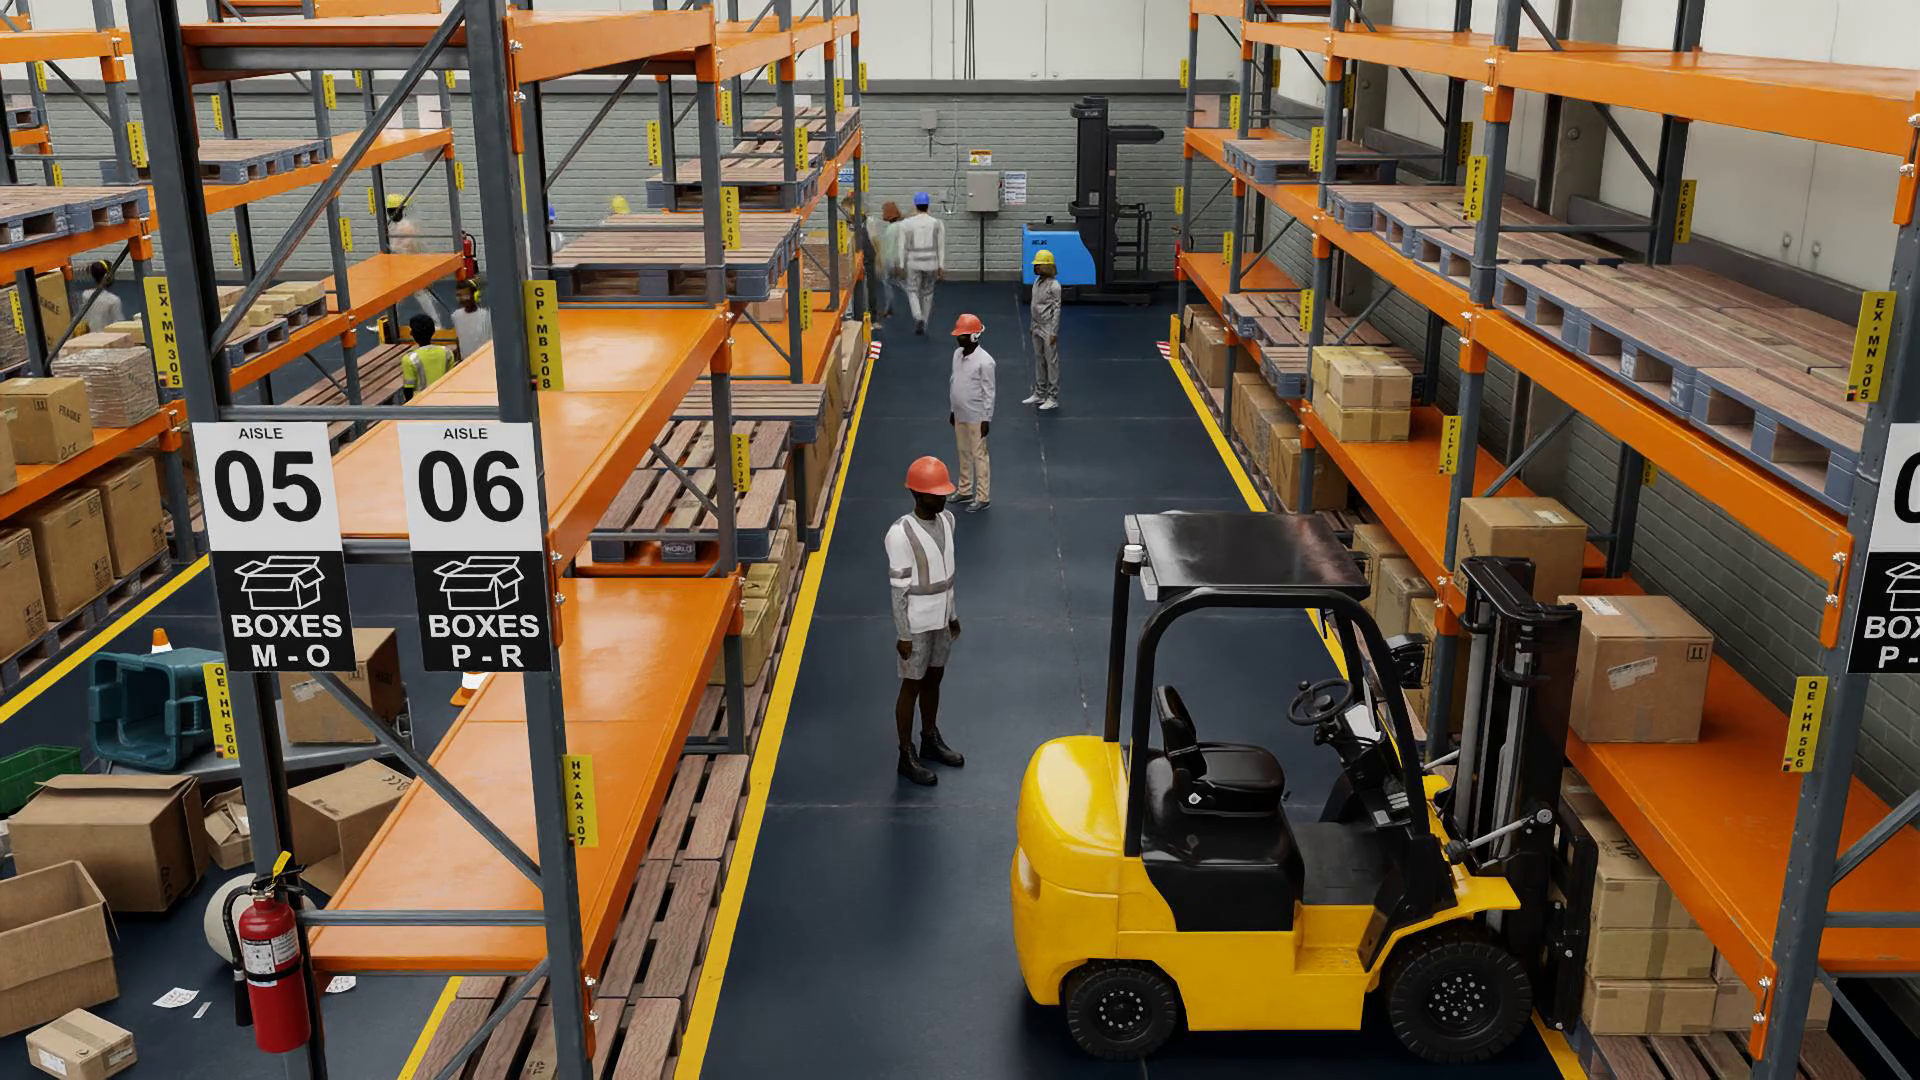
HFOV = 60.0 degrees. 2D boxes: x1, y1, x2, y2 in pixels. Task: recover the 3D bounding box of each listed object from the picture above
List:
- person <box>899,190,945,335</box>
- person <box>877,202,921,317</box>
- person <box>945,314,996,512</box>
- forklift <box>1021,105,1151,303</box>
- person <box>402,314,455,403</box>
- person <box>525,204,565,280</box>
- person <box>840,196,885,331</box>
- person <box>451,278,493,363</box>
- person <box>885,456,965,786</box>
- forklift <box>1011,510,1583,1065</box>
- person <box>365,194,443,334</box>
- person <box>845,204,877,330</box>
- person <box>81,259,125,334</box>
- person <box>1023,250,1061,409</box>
[{"bbox_3d":[-0.498,-3.642,21.994,0.614,1.927,0.671,-2,18,-6],"label":"person"},{"bbox_3d":[-0.883,-3.921,23.323,0.544,1.613,0.496,4,19,12],"label":"person"},{"bbox_3d":[0.077,-1.125,14.659,0.332,1.750,0.573,-13,22,-33],"label":"person"},{"bbox_3d":[1.857,-4.944,24.441,1.873,2.768,1.129,0,18,0],"label":"forklift"},{"bbox_3d":[-4.736,-1.180,14.924,0.319,1.692,0.534,13,23,35],"label":"person"},{"bbox_3d":[-5.070,-3.174,20.549,0.391,1.946,0.615,12,22,31],"label":"person"},{"bbox_3d":[-1.296,-3.728,22.462,0.657,1.809,0.345,5,19,15],"label":"person"},{"bbox_3d":[-4.641,-1.629,16.101,0.563,1.826,0.969,5,19,14],"label":"person"},{"bbox_3d":[-0.180,0.451,9.605,0.359,1.938,0.547,12,22,32],"label":"person"},{"bbox_3d":[1.387,1.055,7.378,2.313,2.155,1.214,0,18,0],"label":"forklift"},{"bbox_3d":[-7.423,-3.640,22.080,0.992,1.872,0.590,-12,22,-33],"label":"person"},{"bbox_3d":[-1.361,-3.691,22.450,0.489,1.735,0.322,-3,19,-10],"label":"person"},{"bbox_3d":[-8.599,-1.936,16.959,0.552,1.849,0.572,8,20,23],"label":"person"},{"bbox_3d":[0.916,-2.314,18.270,0.294,1.744,0.484,-11,21,-29],"label":"person"}]
